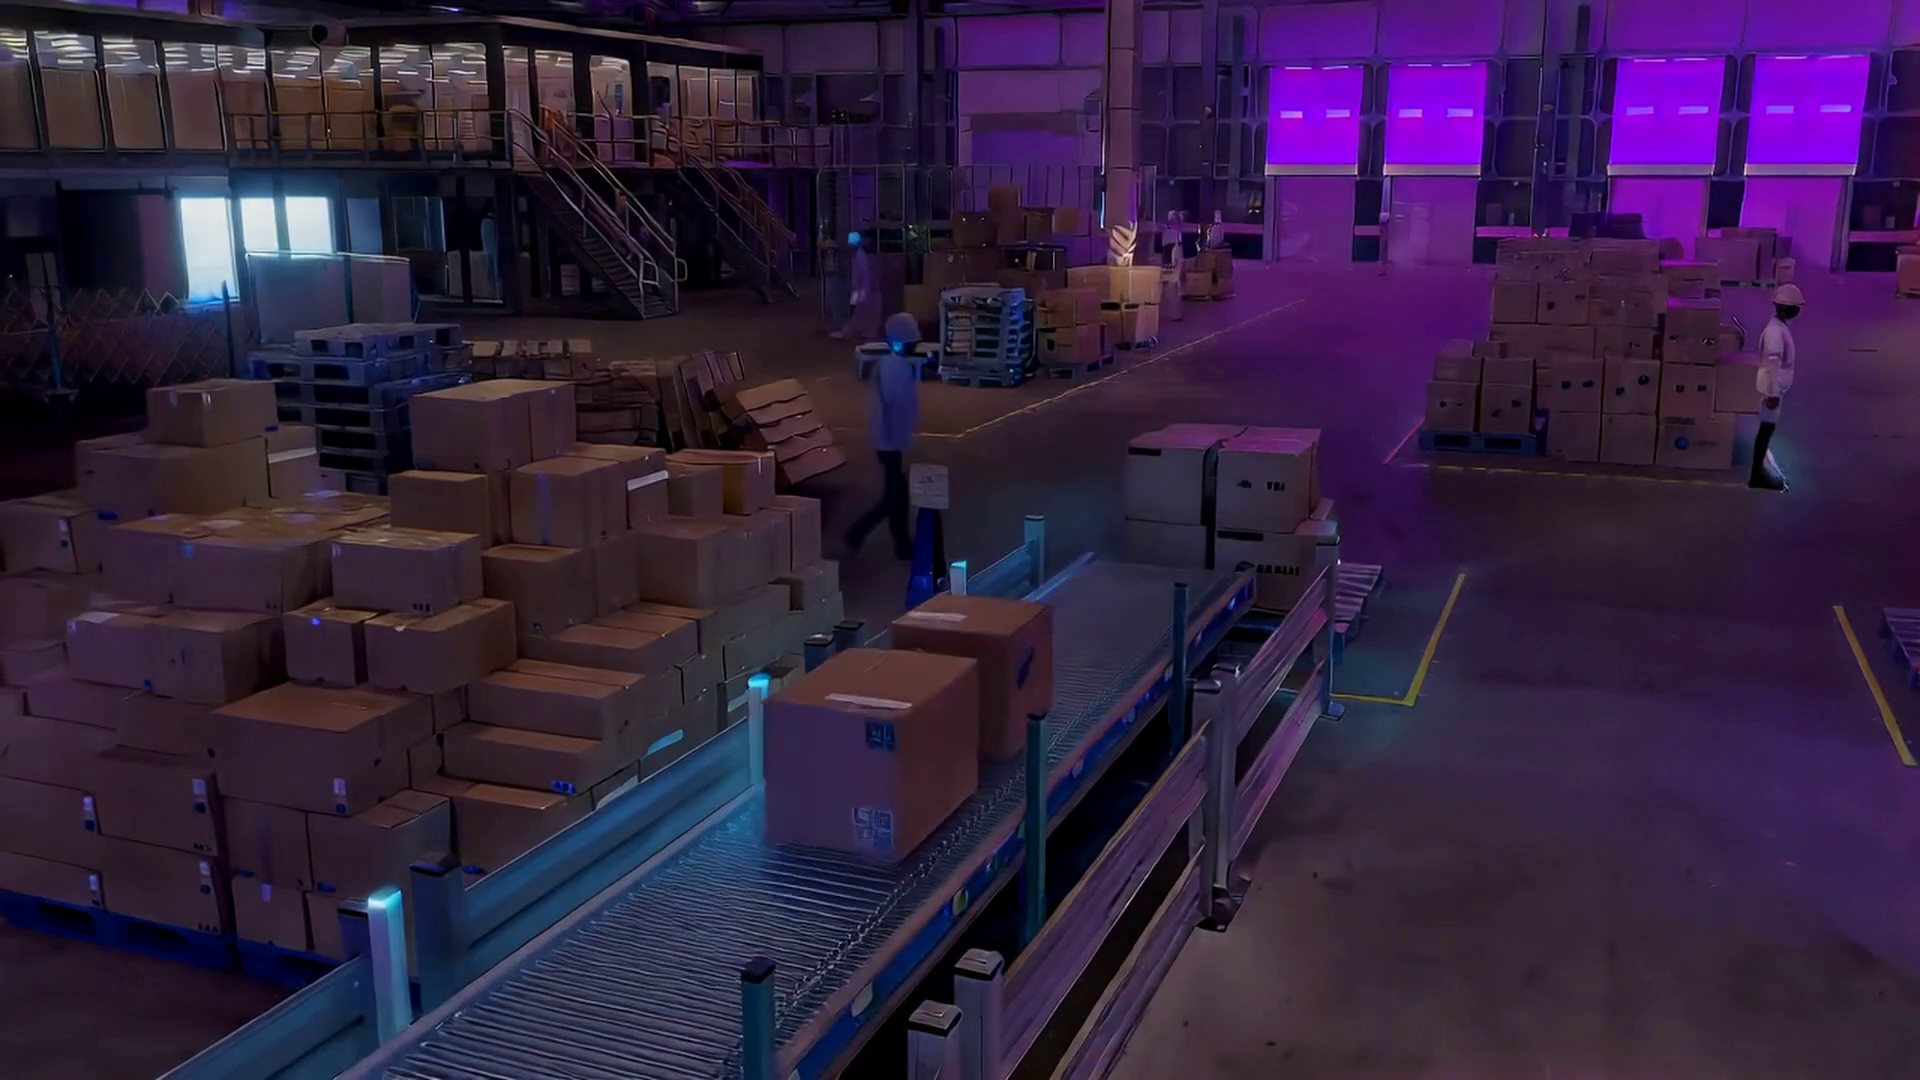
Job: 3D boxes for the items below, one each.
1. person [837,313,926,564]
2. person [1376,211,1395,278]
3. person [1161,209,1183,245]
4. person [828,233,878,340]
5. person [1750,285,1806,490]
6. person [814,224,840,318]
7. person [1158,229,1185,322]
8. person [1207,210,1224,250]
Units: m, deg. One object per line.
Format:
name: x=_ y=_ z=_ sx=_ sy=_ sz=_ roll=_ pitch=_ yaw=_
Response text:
person: x=-0.558 y=-0.737 z=12.562 sx=0.744 sy=1.968 sz=0.639 roll=-4 pitch=13 yaw=-18
person: x=11.888 y=-8.266 z=46.580 sx=0.432 sy=1.859 sz=0.508 roll=10 pitch=16 yaw=37
person: x=6.439 y=-9.119 z=50.514 sx=0.638 sy=1.813 sz=0.538 roll=3 pitch=13 yaw=12
person: x=-1.907 y=-4.518 z=29.688 sx=0.962 sy=1.886 sz=0.568 roll=-1 pitch=13 yaw=-4
person: x=7.776 y=-1.452 z=15.831 sx=0.356 sy=1.937 sz=0.552 roll=7 pitch=14 yaw=27
person: x=-2.709 y=-5.496 z=34.045 sx=0.587 sy=1.911 sz=0.390 roll=-8 pitch=15 yaw=-32
person: x=4.136 y=-5.230 z=32.966 sx=0.790 sy=1.861 sz=0.583 roll=-8 pitch=15 yaw=-33
person: x=7.560 y=-8.842 z=49.223 sx=0.534 sy=1.826 sz=0.428 roll=-5 pitch=13 yaw=-20
